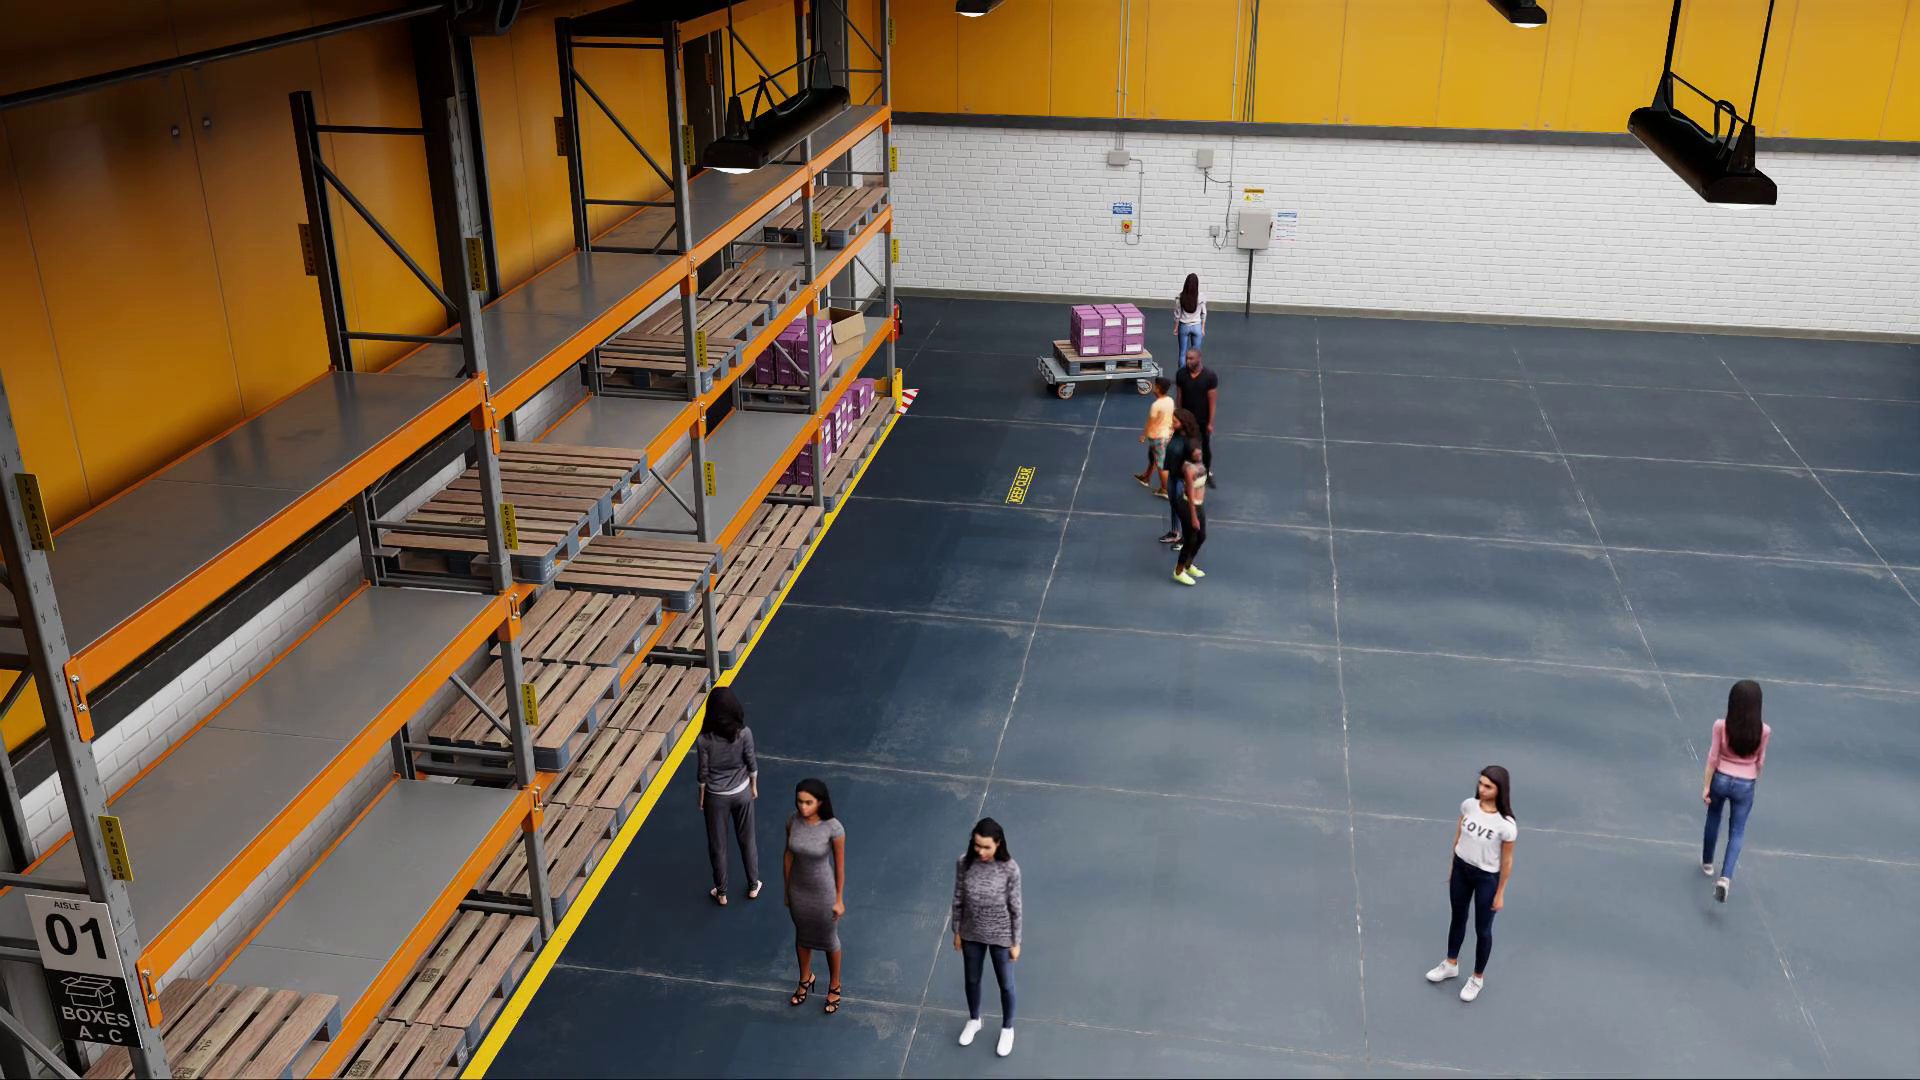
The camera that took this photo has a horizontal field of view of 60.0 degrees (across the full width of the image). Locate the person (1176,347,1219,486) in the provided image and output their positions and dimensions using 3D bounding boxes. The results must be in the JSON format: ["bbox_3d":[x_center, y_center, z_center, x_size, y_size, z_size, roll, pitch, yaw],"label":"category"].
[{"bbox_3d":[2.857,-1.455,19.864,0.816,1.790,0.986,9,25,20],"label":"person"}]

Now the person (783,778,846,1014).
[{"bbox_3d":[-0.970,2.370,11.124,0.622,1.781,0.571,9,25,19],"label":"person"}]

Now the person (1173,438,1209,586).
[{"bbox_3d":[2.375,-0.304,17.341,0.809,1.702,0.622,5,24,12],"label":"person"}]

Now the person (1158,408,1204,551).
[{"bbox_3d":[2.437,-0.689,18.330,0.769,1.616,0.689,-10,25,-21],"label":"person"}]

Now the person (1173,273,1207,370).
[{"bbox_3d":[3.260,-2.978,23.546,0.629,1.633,0.548,1,24,2],"label":"person"}]

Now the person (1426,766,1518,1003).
[{"bbox_3d":[3.521,2.302,11.290,0.718,1.774,0.664,-17,29,-34],"label":"person"}]

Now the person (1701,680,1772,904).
[{"bbox_3d":[5.741,1.870,12.341,0.696,1.724,1.061,9,25,20],"label":"person"}]

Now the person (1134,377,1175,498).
[{"bbox_3d":[2.418,-1.201,19.719,0.831,1.441,0.864,19,30,36],"label":"person"}]

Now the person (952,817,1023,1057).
[{"bbox_3d":[0.189,2.537,10.805,0.642,1.731,0.570,7,25,16],"label":"person"}]

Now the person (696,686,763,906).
[{"bbox_3d":[-1.713,1.882,12.264,0.675,1.764,0.669,-7,25,-16],"label":"person"}]
